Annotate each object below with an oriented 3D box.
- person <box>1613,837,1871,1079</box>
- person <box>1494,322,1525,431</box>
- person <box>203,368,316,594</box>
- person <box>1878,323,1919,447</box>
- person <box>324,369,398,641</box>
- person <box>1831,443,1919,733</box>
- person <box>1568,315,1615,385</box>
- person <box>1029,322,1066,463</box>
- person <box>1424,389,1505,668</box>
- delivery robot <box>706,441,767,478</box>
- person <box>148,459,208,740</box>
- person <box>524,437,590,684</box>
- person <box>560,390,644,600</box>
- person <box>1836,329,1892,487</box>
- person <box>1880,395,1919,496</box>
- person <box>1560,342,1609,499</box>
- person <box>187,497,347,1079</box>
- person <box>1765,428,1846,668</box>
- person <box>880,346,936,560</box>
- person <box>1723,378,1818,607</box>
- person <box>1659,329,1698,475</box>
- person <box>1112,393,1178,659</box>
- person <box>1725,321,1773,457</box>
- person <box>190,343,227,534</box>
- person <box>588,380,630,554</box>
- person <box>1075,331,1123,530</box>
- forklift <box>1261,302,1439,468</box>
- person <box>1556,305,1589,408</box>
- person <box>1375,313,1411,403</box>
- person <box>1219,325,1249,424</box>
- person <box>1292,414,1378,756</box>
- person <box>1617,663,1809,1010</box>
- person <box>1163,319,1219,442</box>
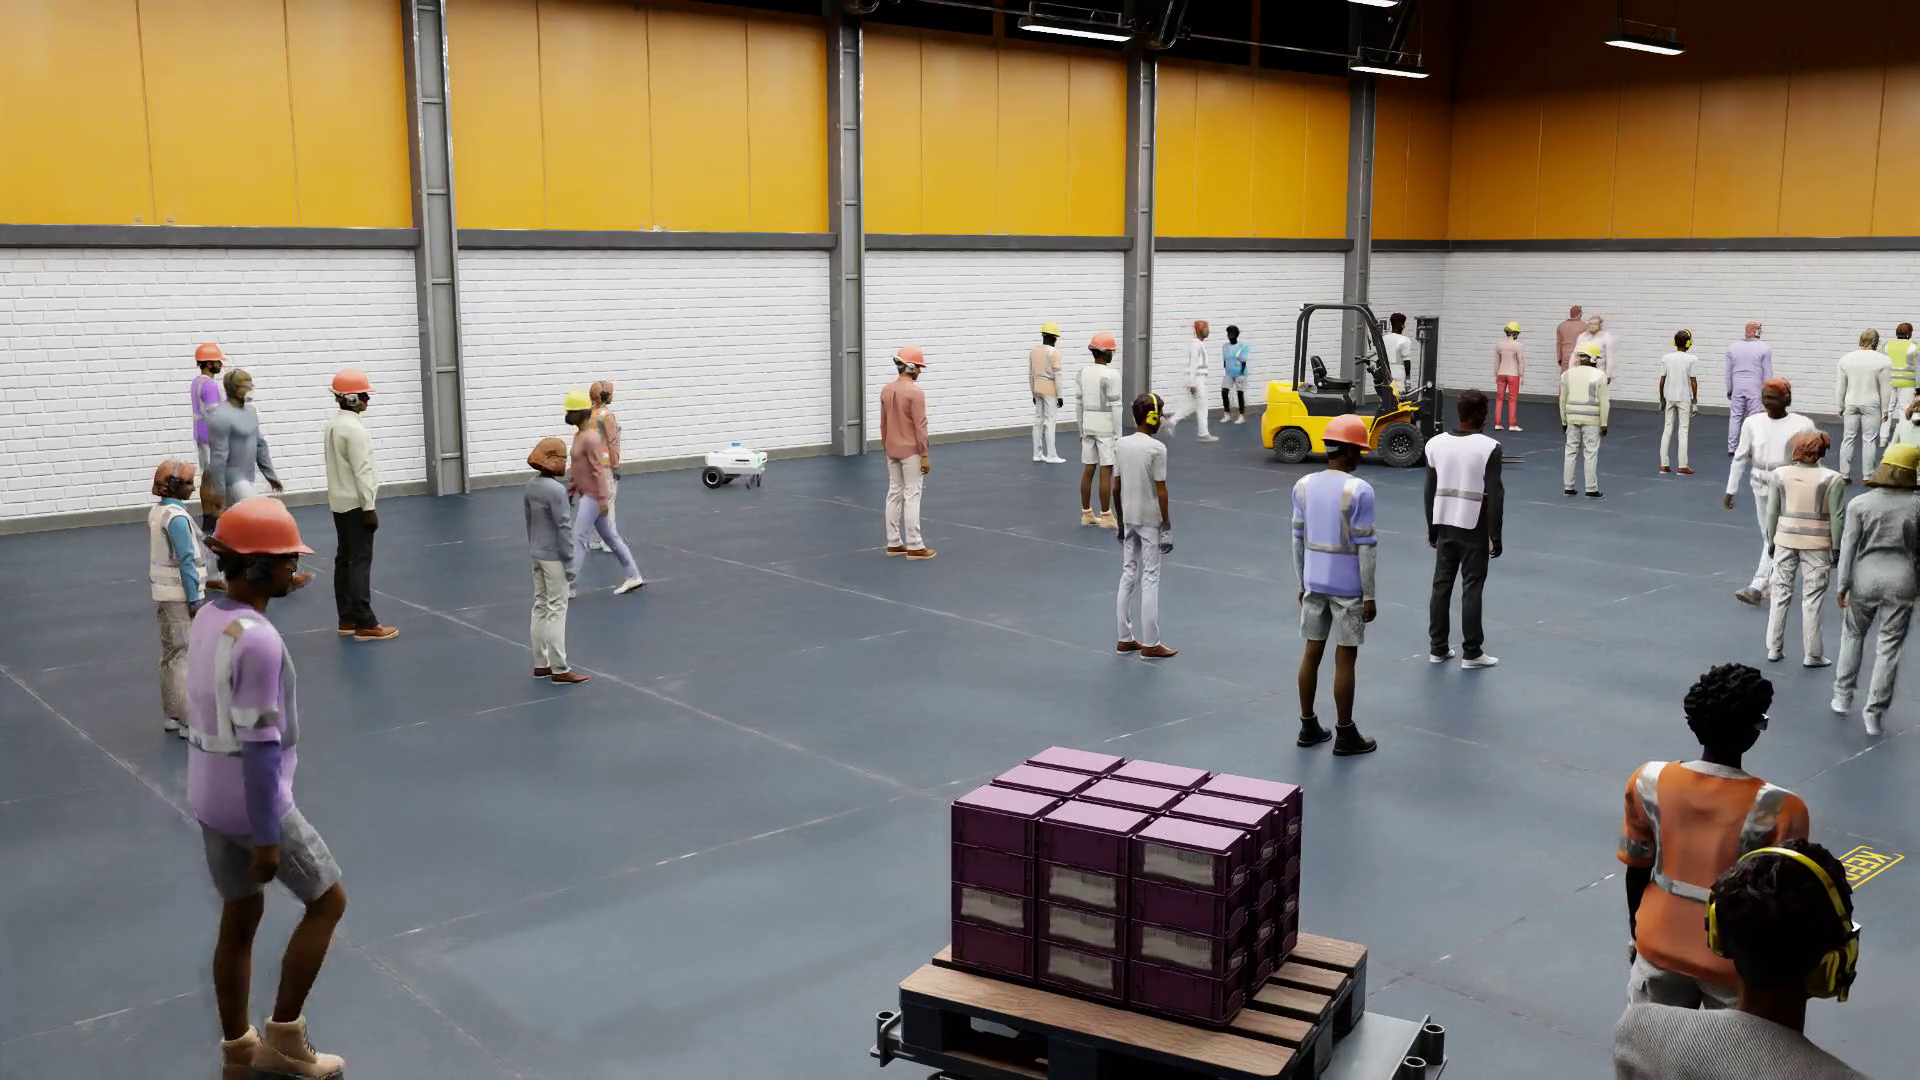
[{"bbox_3d":[1.334,1.410,2.826,0.327,1.874,0.520,-8,13,-40],"label":"person"},{"bbox_3d":[8.854,-2.627,26.793,0.328,1.760,0.524,-8,13,-40],"label":"person"},{"bbox_3d":[-5.883,-0.474,13.789,1.009,1.884,0.651,-1,10,-3],"label":"person"},{"bbox_3d":[13.811,-2.267,24.437,0.429,1.845,0.620,-8,13,-40],"label":"person"},{"bbox_3d":[-4.442,-0.260,12.235,0.378,1.996,0.610,-8,13,-40],"label":"person"},{"bbox_3d":[5.533,0.270,9.988,0.496,1.703,0.749,4,11,24],"label":"person"},{"bbox_3d":[10.233,-2.727,27.100,1.022,1.848,0.651,-5,11,-29],"label":"person"},{"bbox_3d":[1.193,-2.002,22.670,0.382,1.917,0.585,-8,13,-40],"label":"person"},{"bbox_3d":[3.446,-0.076,11.409,0.390,1.913,0.588,-8,13,-40],"label":"person"},{"bbox_3d":[-2.726,-0.962,20.288,0.707,0.478,0.477,1,10,8],"label":"delivery robot"},{"bbox_3d":[-4.564,0.345,9.740,0.311,1.639,0.514,-8,13,-40],"label":"person"},{"bbox_3d":[-2.690,0.134,10.991,0.278,1.633,0.499,-8,13,-40],"label":"person"},{"bbox_3d":[-3.031,-0.368,13.668,0.892,1.726,0.540,-4,10,-22],"label":"person"},{"bbox_3d":[11.040,-1.611,20.334,0.370,1.934,0.627,-8,13,-40],"label":"person"},{"bbox_3d":[8.694,-0.546,15.123,0.894,1.586,0.520,-2,10,-11],"label":"person"},{"bbox_3d":[7.272,-1.387,19.345,0.402,1.822,0.588,-8,13,-40],"label":"person"},{"bbox_3d":[-2.323,0.864,5.578,0.602,2.021,0.528,10,14,44],"label":"person"},{"bbox_3d":[5.795,0.055,11.431,0.311,1.642,0.514,-8,13,-40],"label":"person"},{"bbox_3d":[-0.486,-0.812,15.501,0.393,1.985,0.610,-8,13,-40],"label":"person"},{"bbox_3d":[6.507,-0.380,13.395,0.981,1.834,0.606,-7,12,-35],"label":"person"},{"bbox_3d":[9.297,-1.776,21.512,0.327,1.862,0.520,-8,13,-40],"label":"person"},{"bbox_3d":[1.293,-0.099,11.686,0.326,1.865,0.520,-8,13,-40],"label":"person"},{"bbox_3d":[11.096,-2.114,23.378,0.406,1.902,0.638,-8,13,-40],"label":"person"},{"bbox_3d":[-7.598,-1.034,16.935,0.362,1.939,0.543,-8,13,-40],"label":"person"},{"bbox_3d":[-3.387,-0.693,15.808,0.311,1.642,0.514,-8,13,-40],"label":"person"},{"bbox_3d":[1.459,-1.127,17.170,0.379,2.045,0.605,-8,13,-40],"label":"person"},{"bbox_3d":[5.320,-2.157,22.763,2.313,2.155,1.214,3,10,16],"label":"forklift"},{"bbox_3d":[11.323,-3.364,30.668,0.406,1.911,0.638,-8,13,-40],"label":"person"},{"bbox_3d":[6.606,-2.468,25.293,0.380,1.952,0.602,-8,13,-40],"label":"person"},{"bbox_3d":[4.577,-2.747,27.756,0.544,1.668,0.573,9,13,41],"label":"person"},{"bbox_3d":[2.142,0.253,9.434,0.374,1.928,0.543,-8,13,-40],"label":"person"},{"bbox_3d":[2.111,1.180,4.681,0.320,1.698,0.531,-8,13,-40],"label":"person"},{"bbox_3d":[3.531,-2.424,25.297,0.776,1.863,0.579,2,10,10],"label":"person"}]
